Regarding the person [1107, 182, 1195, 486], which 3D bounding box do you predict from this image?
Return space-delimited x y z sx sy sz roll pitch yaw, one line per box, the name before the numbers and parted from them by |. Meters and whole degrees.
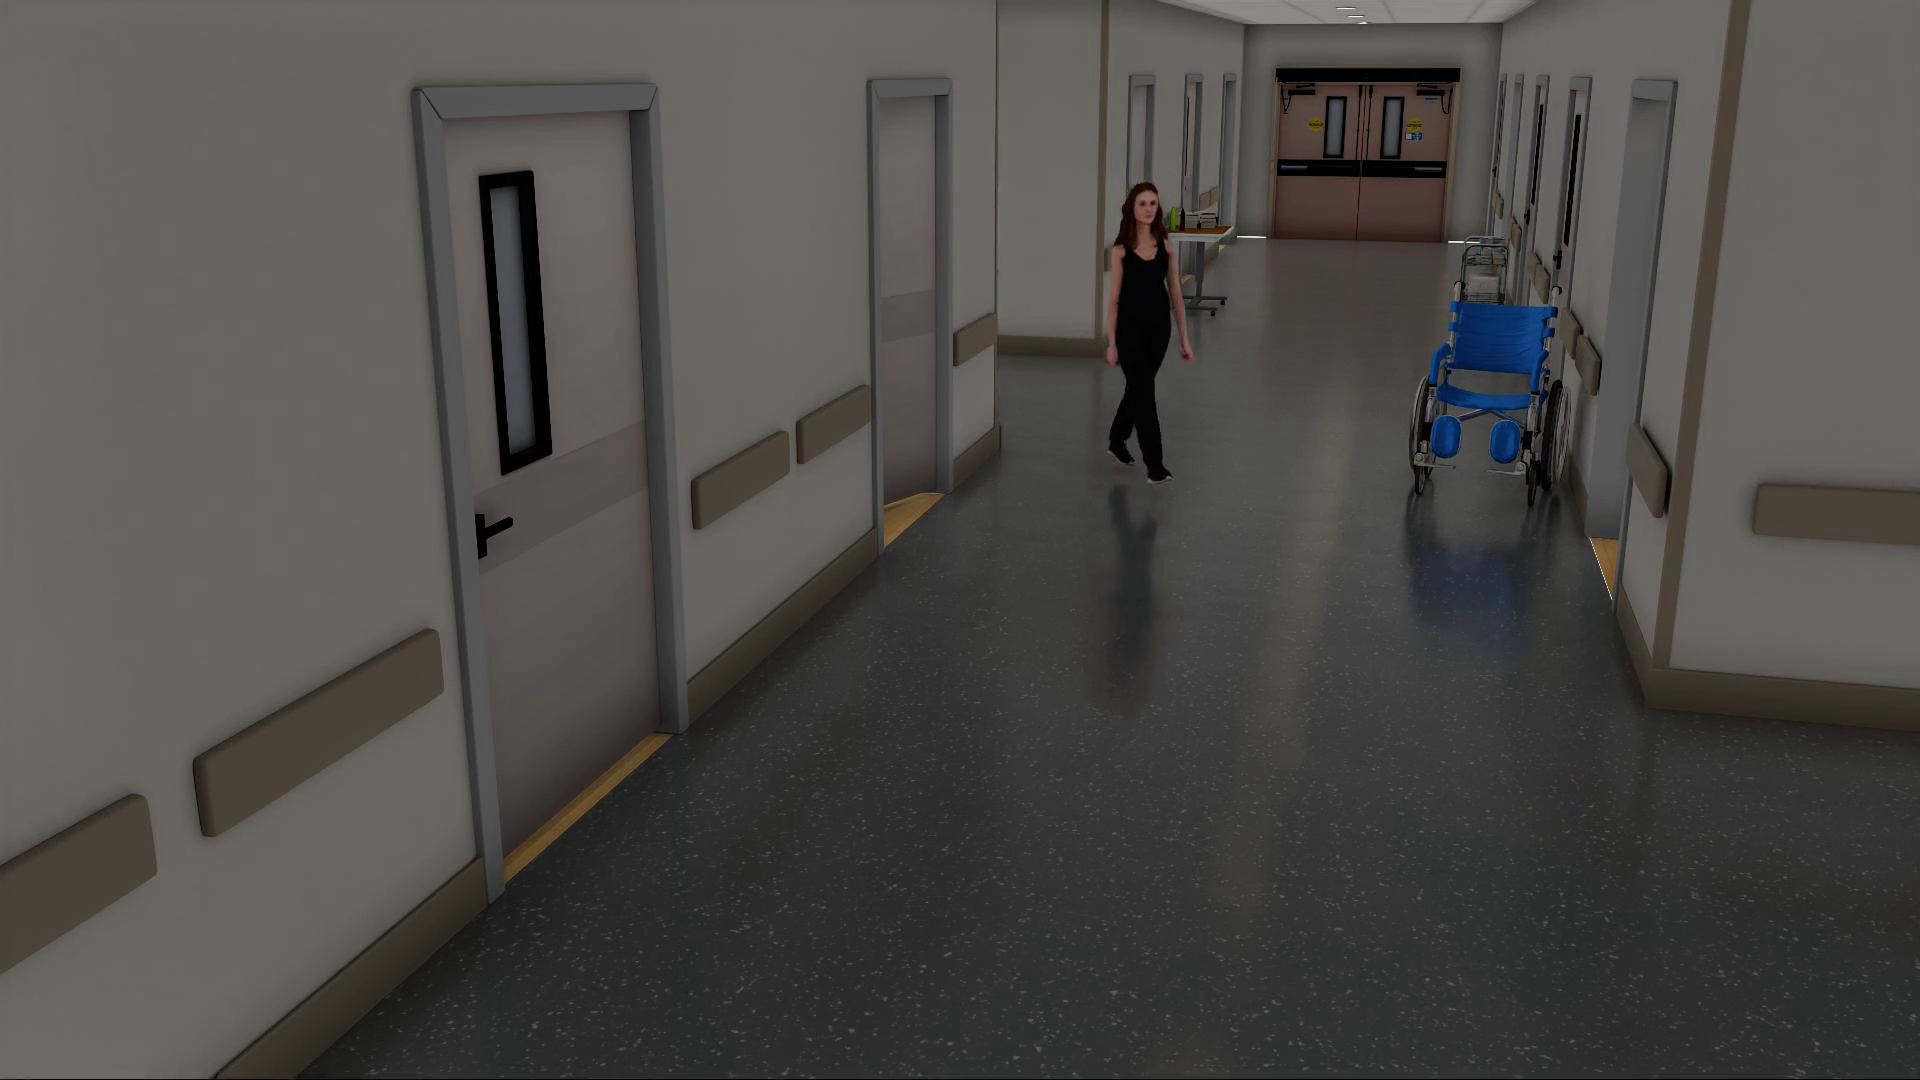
person | 1.035 -1.195 9.740 1.035 1.697 1.203 -6 17 -19
